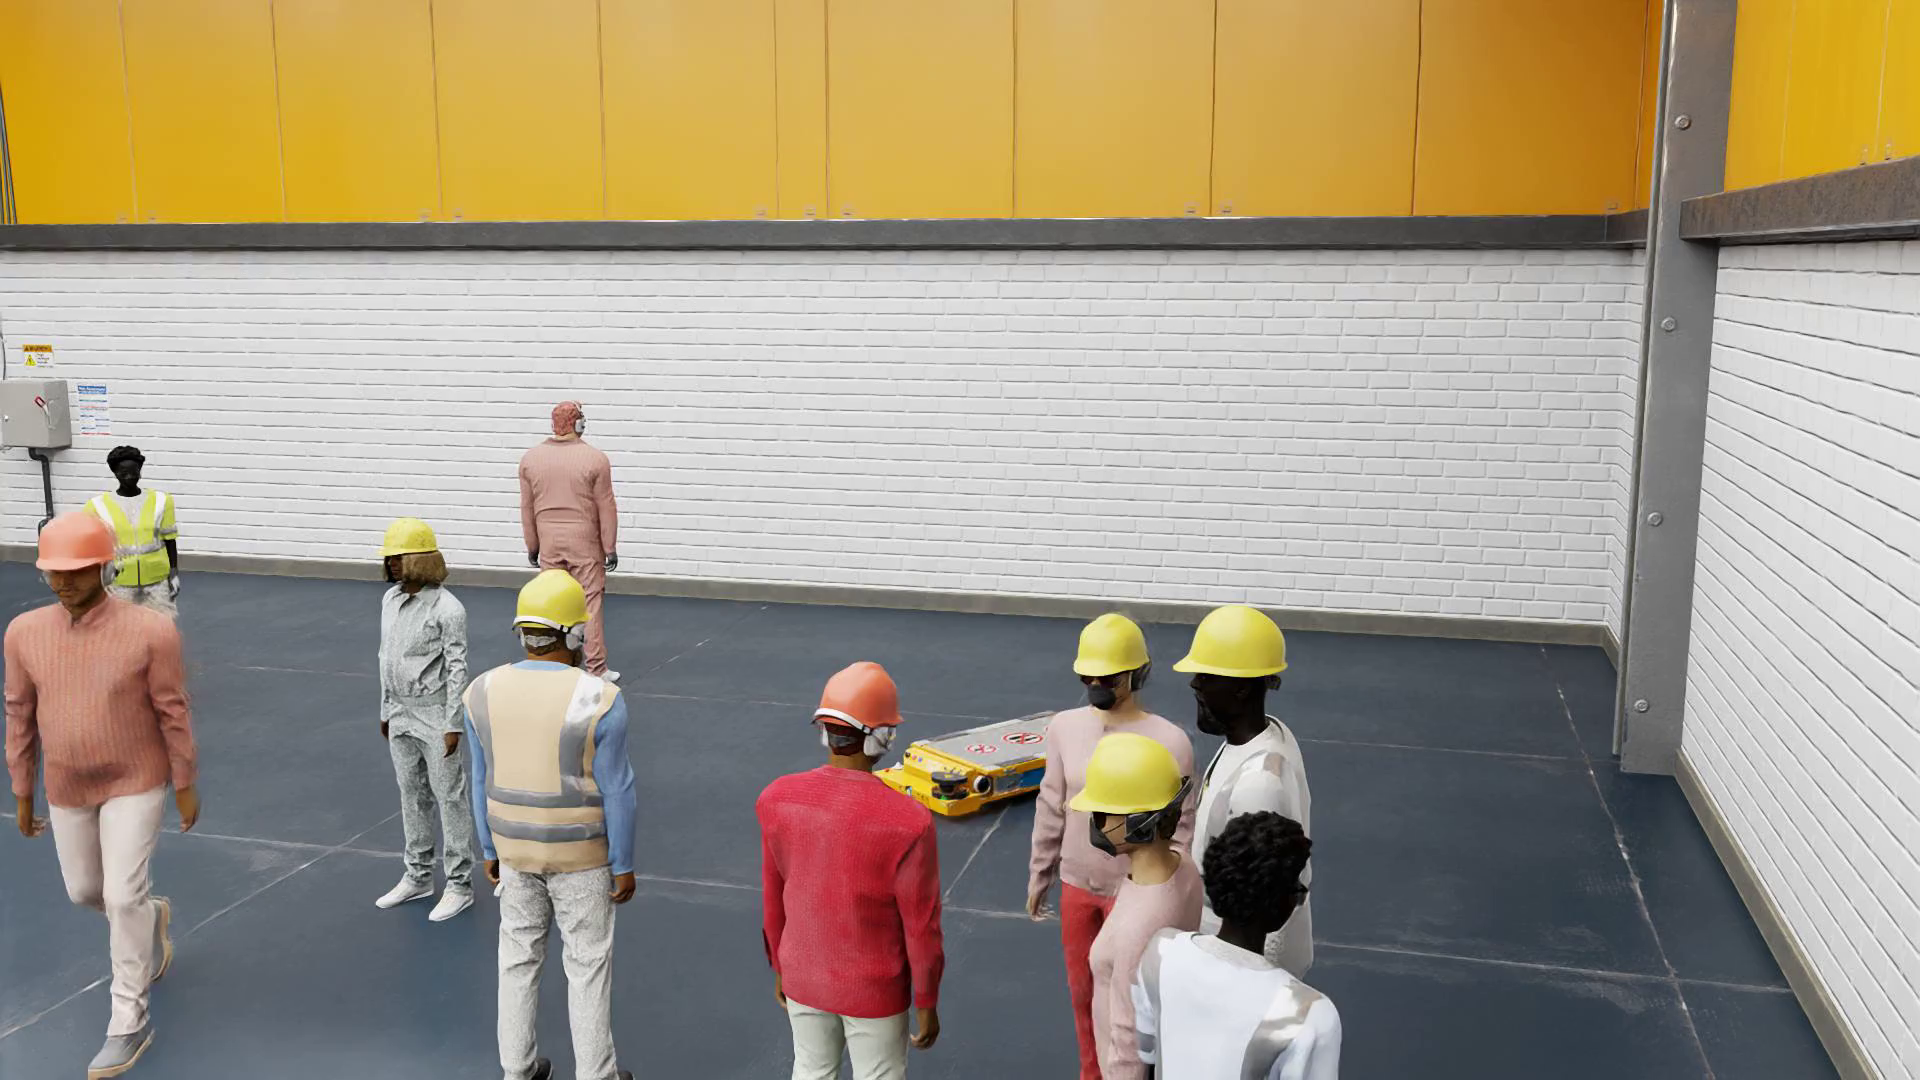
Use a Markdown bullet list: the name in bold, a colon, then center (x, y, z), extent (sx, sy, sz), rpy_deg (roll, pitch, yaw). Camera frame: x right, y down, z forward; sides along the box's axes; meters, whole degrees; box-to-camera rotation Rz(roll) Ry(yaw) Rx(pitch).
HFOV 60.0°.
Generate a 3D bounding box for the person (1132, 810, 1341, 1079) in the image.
- **person**: center (0.579, 1.401, 3.565), extent (0.320, 1.686, 0.541), rpy_deg (-9, 13, -43)

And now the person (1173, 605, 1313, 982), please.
- **person**: center (0.754, 1.123, 4.490), extent (0.386, 1.927, 0.589), rpy_deg (1, 10, 7)

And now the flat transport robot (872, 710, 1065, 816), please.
- **flat transport robot**: center (0.286, 1.183, 9.012), extent (1.431, 0.197, 0.652), rpy_deg (-8, 12, -38)

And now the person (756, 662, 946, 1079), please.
- **person**: center (-0.288, 1.195, 4.620), extent (0.568, 1.741, 0.354), rpy_deg (5, 11, 28)

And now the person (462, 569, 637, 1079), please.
- **person**: center (-1.332, 1.006, 5.506), extent (0.590, 1.824, 0.404), rpy_deg (3, 10, 16)

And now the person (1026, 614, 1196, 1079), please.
- **person**: center (0.452, 1.093, 5.164), extent (0.553, 1.754, 0.358), rpy_deg (8, 12, 38)

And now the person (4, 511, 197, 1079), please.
- **person**: center (-3.086, 0.845, 6.047), extent (0.630, 1.969, 0.868), rpy_deg (-1, 10, -3)

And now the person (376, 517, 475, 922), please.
- **person**: center (-2.321, 0.764, 7.149), extent (0.483, 1.745, 0.299), rpy_deg (6, 11, 31)

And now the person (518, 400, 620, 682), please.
- **person**: center (-2.563, 0.026, 11.021), extent (0.652, 1.904, 0.402), rpy_deg (2, 10, 10)

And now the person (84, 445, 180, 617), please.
- **person**: center (-5.138, 0.245, 10.366), extent (0.527, 1.690, 0.318), rpy_deg (-6, 12, -33)

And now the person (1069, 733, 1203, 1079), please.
- **person**: center (0.418, 1.308, 3.909), extent (0.338, 1.761, 0.525), rpy_deg (3, 10, 18)
